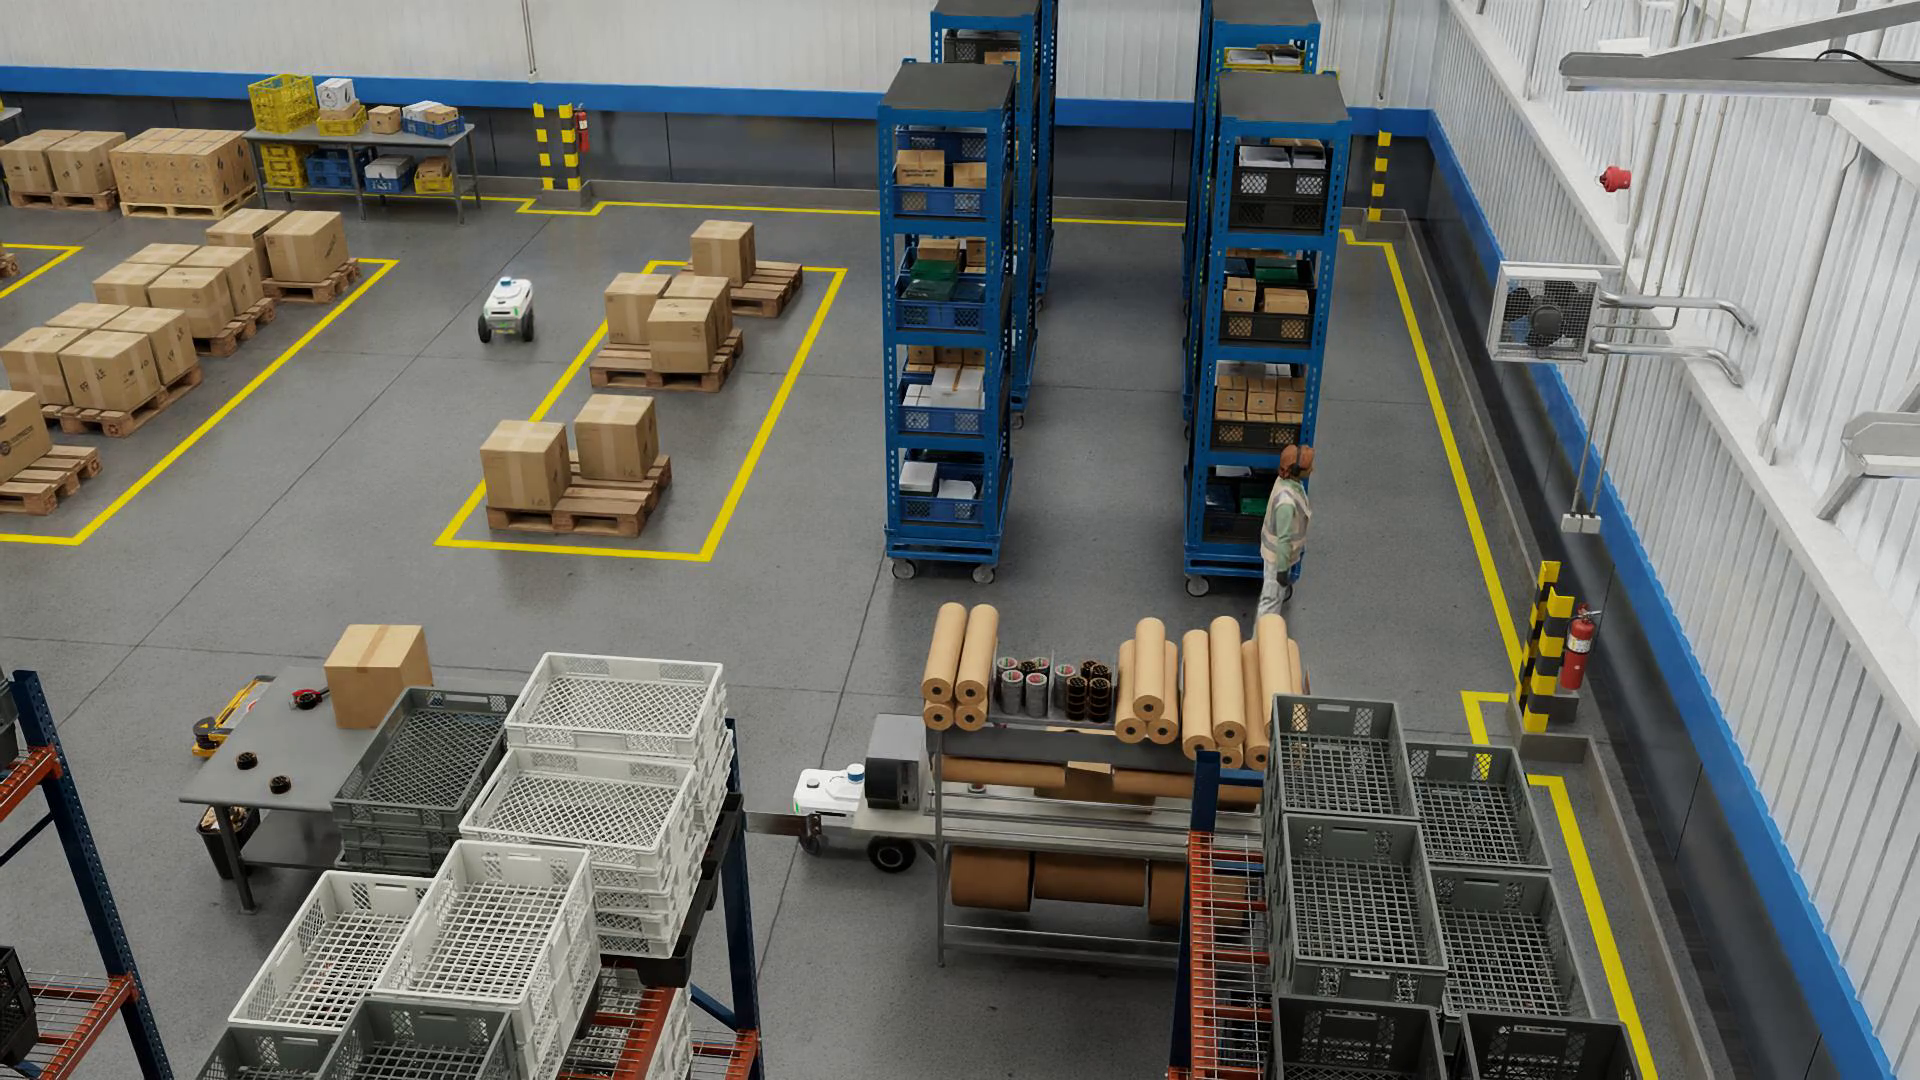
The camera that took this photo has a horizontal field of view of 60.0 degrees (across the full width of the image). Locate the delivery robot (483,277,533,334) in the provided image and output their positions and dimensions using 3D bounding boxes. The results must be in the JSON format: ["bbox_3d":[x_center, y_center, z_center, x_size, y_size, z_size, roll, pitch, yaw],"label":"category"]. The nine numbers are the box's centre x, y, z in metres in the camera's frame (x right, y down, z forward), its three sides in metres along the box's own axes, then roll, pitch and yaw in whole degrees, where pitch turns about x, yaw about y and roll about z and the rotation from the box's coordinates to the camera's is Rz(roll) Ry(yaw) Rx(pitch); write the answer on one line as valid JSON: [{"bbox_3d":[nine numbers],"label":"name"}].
[{"bbox_3d":[-4.420,-2.329,16.277,0.477,0.478,0.707,-1,30,-1],"label":"delivery robot"}]

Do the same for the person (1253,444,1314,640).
[{"bbox_3d":[2.158,0.098,11.133,0.313,1.633,0.520,7,31,12],"label":"person"}]

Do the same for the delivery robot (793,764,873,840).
[{"bbox_3d":[-0.599,1.521,9.664,0.707,0.478,0.477,4,31,7],"label":"delivery robot"}]
